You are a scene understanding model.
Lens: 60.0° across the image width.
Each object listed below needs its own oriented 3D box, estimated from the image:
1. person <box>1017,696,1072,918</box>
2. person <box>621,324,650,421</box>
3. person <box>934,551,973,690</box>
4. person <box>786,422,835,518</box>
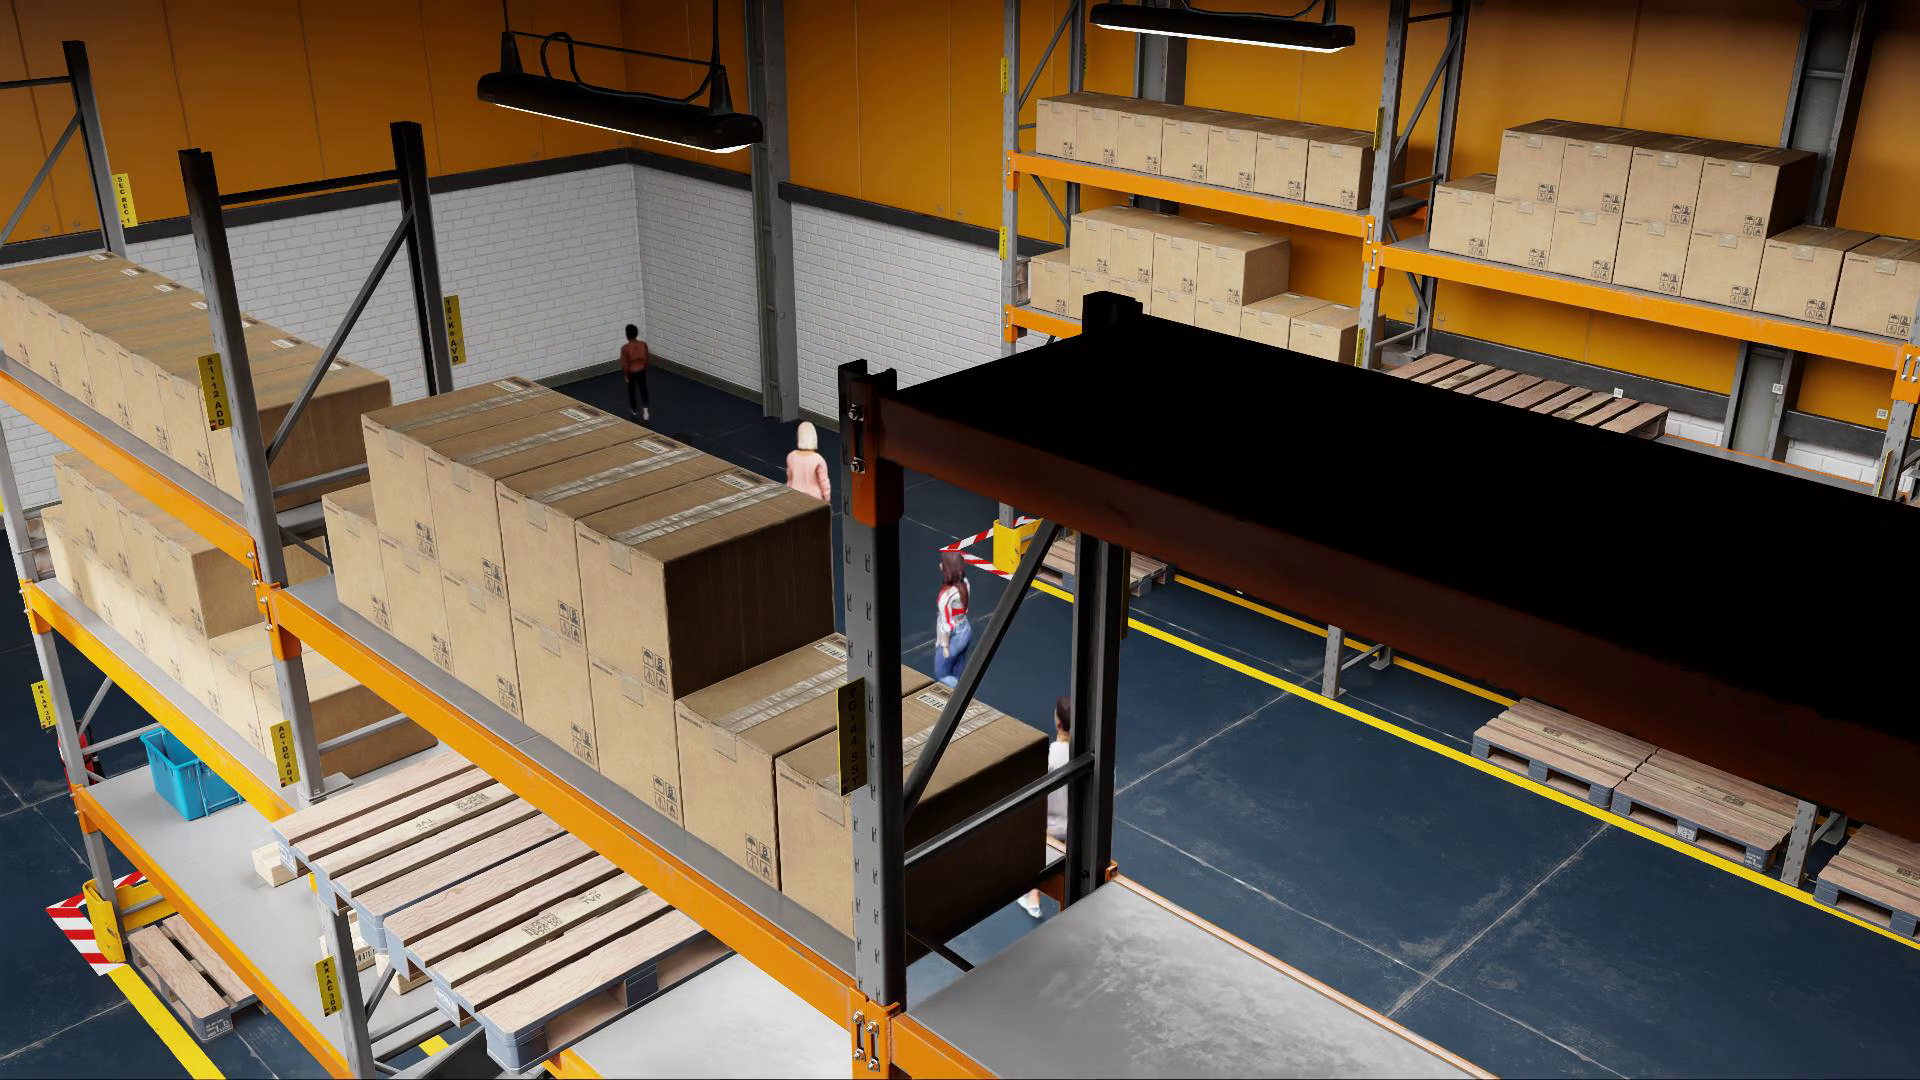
[{"bbox_3d":[0.735,1.954,11.292,0.930,1.833,1.061,-9,25,-20],"label":"person"},{"bbox_3d":[-4.156,-2.160,21.446,0.720,1.238,0.913,-10,25,-21],"label":"person"},{"bbox_3d":[0.030,0.852,14.101,0.797,1.603,0.710,12,26,25],"label":"person"},{"bbox_3d":[-1.563,-0.347,16.702,0.587,1.716,0.750,14,27,29],"label":"person"}]
